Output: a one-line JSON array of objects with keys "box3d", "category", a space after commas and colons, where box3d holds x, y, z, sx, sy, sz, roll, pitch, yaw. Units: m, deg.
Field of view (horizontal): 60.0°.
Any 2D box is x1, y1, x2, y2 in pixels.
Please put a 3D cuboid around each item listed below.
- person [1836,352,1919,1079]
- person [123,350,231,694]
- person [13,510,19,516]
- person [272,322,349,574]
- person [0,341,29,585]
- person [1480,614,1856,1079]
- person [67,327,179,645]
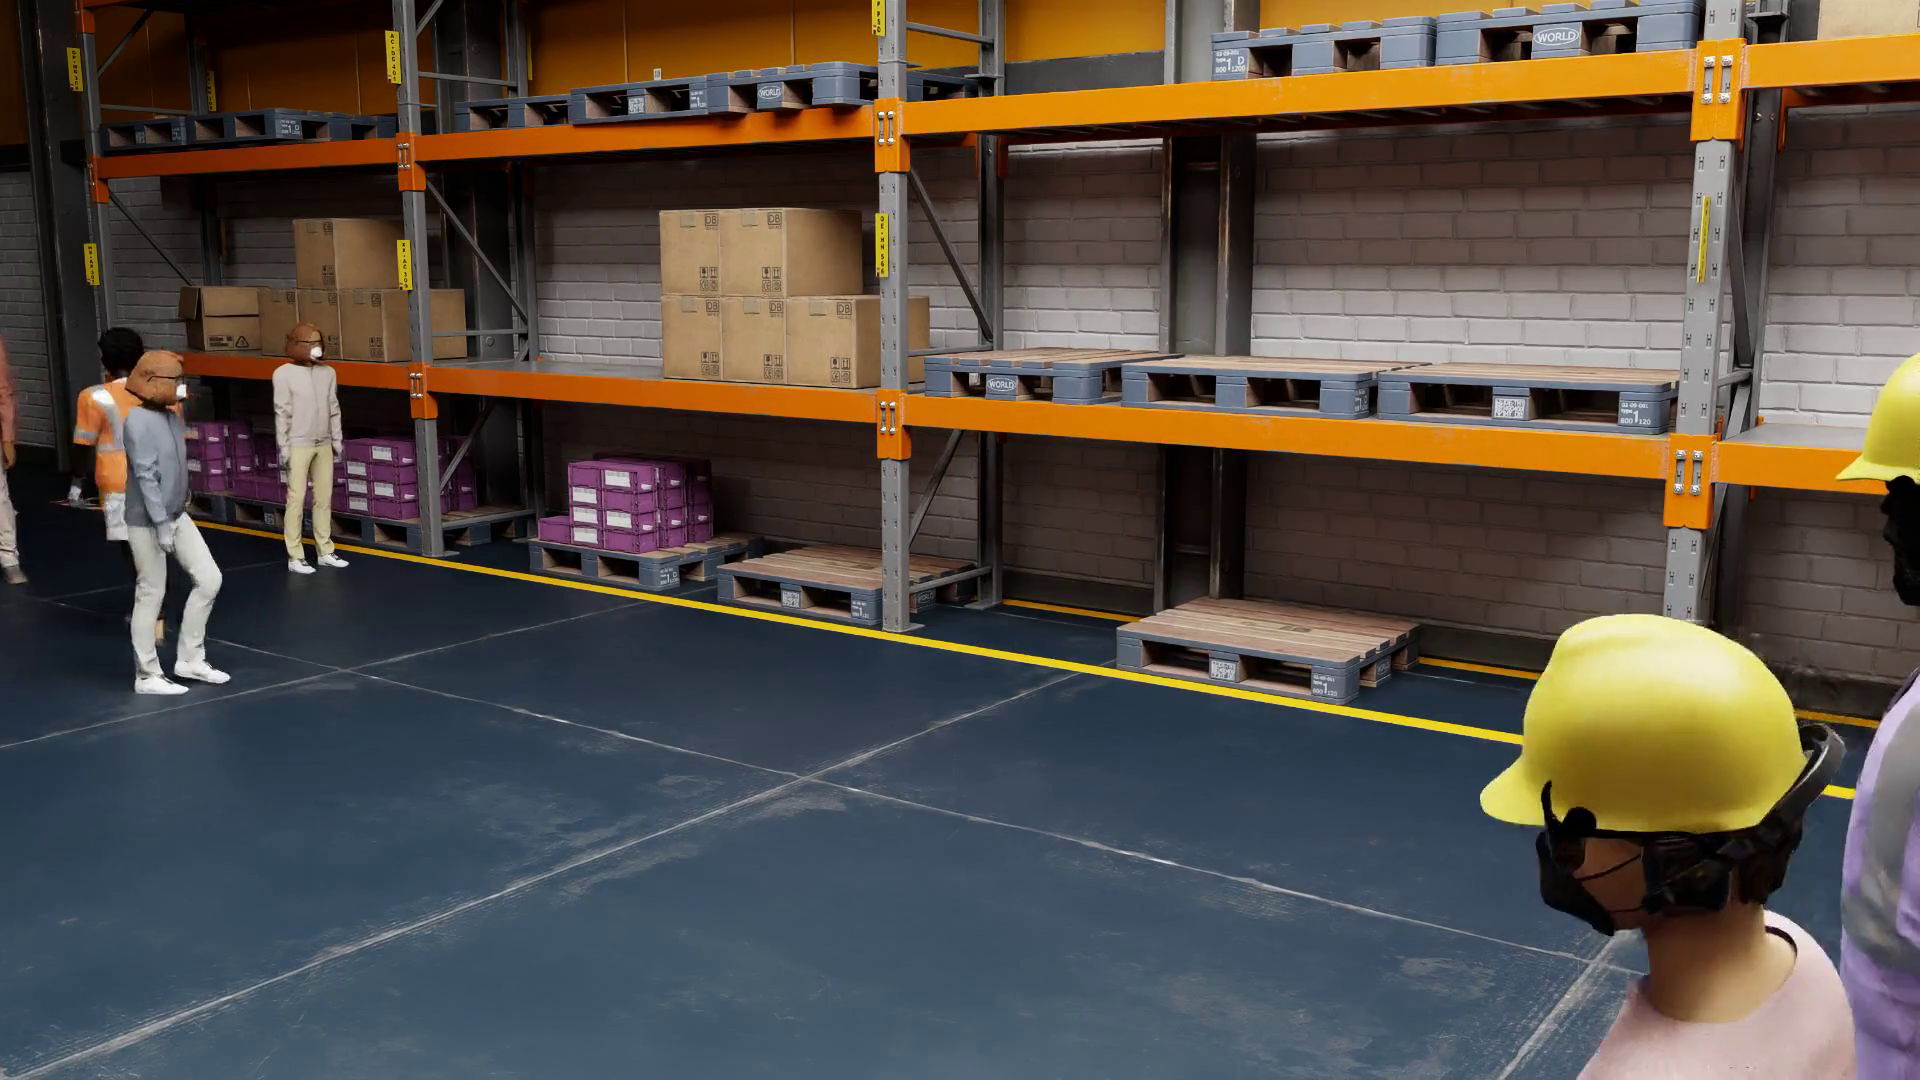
[{"box3d": [1.296, 0.703, 2.200, 0.377, 1.922, 0.593, 6, 11, 33], "category": "person"}, {"box3d": [-3.661, -0.068, 7.728, 0.504, 1.616, 0.505, 0, 10, 0], "category": "person"}, {"box3d": [-7.691, -1.098, 12.975, 0.406, 1.909, 0.639, 4, 10, 20], "category": "person"}, {"box3d": [-4.238, -0.592, 10.846, 0.276, 1.613, 0.500, 5, 11, 28], "category": "person"}, {"box3d": [-6.078, -0.630, 10.168, 0.620, 1.934, 0.735, -3, 10, -16], "category": "person"}, {"box3d": [0.694, 0.913, 1.515, 0.830, 1.728, 0.547, 9, 13, 42], "category": "person"}, {"box3d": [-4.460, -0.287, 8.862, 0.700, 1.667, 0.544, 5, 11, 29], "category": "person"}]
